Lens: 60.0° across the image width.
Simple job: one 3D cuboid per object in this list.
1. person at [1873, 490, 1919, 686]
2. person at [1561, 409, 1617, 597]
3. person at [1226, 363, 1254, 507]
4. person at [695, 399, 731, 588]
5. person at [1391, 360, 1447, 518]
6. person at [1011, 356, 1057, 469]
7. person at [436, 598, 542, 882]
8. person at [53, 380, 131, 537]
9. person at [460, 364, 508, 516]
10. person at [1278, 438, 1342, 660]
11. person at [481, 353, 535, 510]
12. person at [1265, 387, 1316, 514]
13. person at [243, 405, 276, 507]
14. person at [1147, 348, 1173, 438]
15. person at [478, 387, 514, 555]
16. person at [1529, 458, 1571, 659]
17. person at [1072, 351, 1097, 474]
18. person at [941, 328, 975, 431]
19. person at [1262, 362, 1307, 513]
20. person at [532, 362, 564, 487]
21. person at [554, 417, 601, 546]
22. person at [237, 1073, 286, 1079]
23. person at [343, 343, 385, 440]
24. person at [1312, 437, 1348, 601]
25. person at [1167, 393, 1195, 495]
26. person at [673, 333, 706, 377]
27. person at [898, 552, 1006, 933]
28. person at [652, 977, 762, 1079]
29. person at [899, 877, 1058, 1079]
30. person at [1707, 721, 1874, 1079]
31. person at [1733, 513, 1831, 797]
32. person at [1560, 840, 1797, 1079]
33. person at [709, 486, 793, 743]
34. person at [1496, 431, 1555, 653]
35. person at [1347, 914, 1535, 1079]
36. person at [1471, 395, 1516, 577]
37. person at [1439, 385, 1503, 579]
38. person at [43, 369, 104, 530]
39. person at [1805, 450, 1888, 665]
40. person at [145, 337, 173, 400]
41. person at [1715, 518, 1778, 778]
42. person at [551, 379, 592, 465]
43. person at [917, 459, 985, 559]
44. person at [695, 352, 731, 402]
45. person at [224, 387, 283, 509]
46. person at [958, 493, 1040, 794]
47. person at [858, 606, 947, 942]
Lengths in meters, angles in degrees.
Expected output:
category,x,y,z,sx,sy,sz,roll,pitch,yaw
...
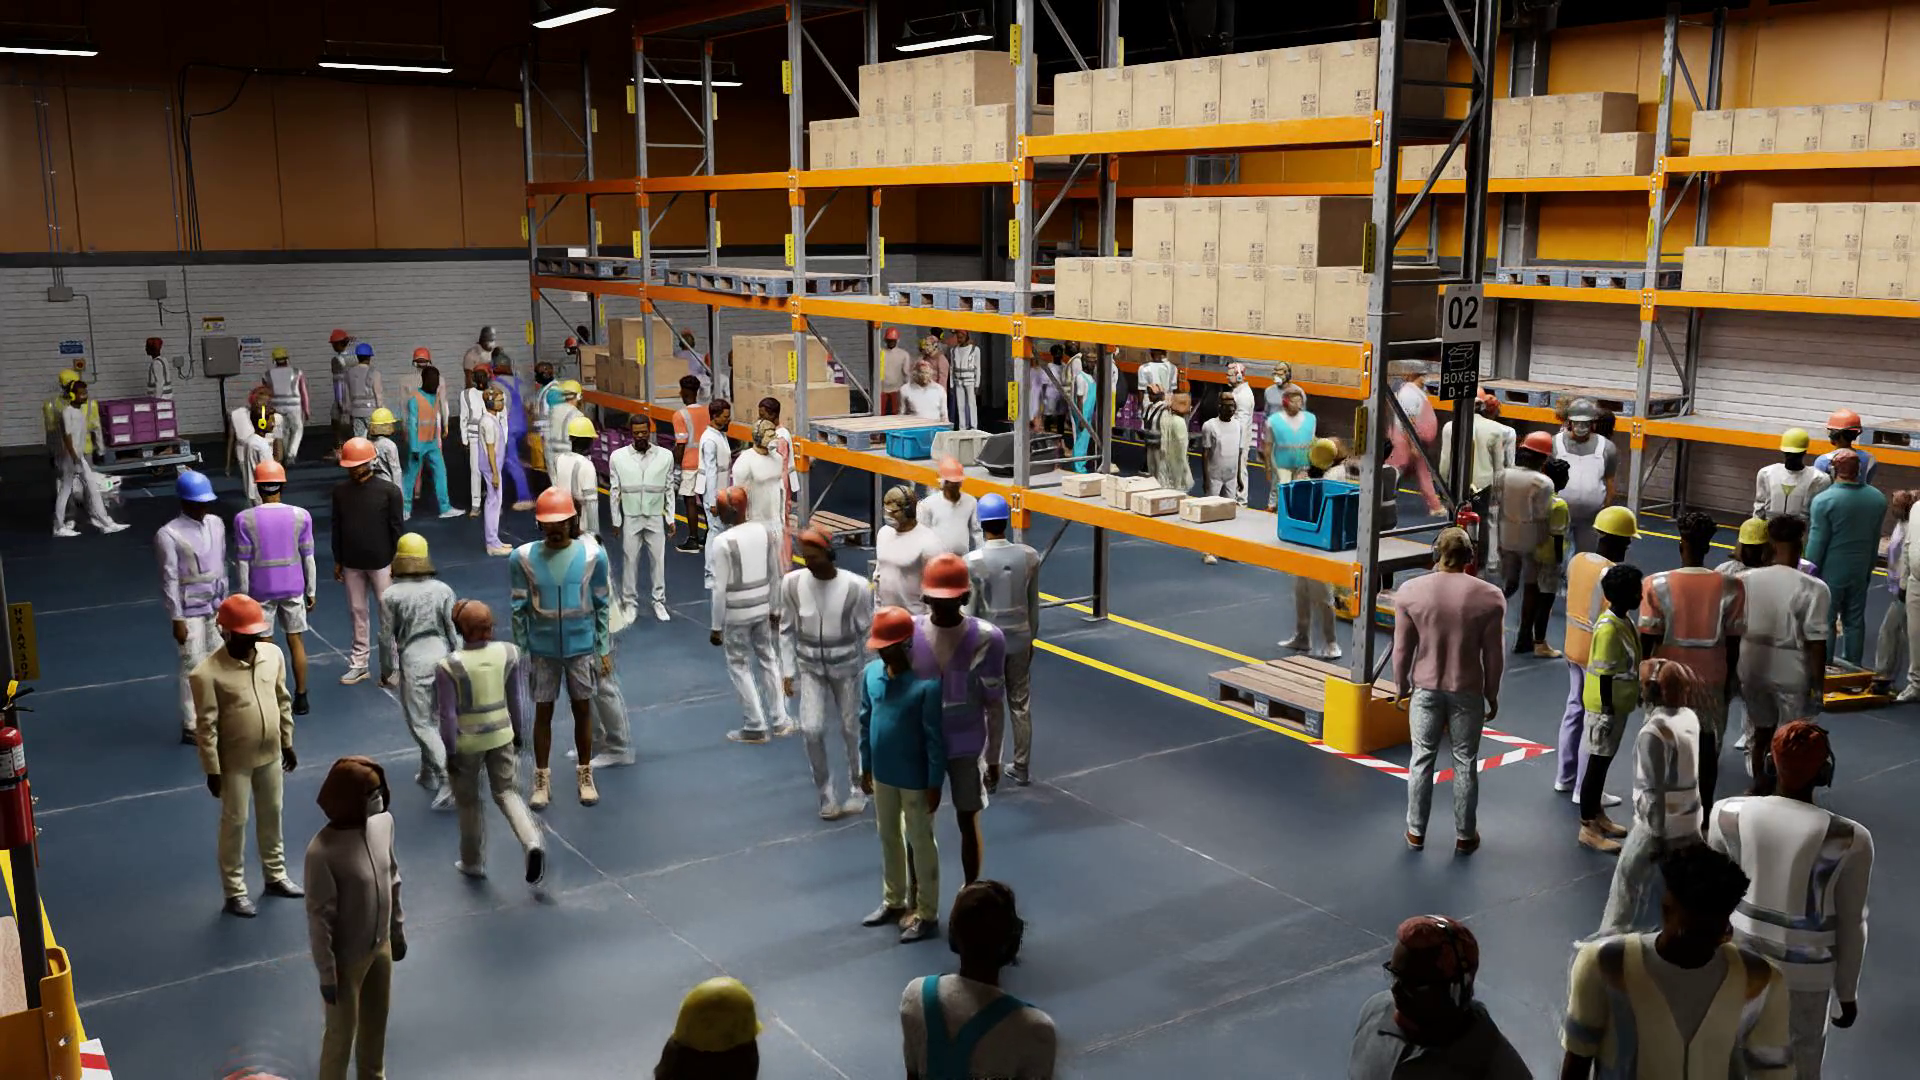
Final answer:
category,x,y,z,sx,sy,sz,roll,pitch,yaw
person,7.456,0.406,12.903,0.744,1.608,0.535,4,12,20
person,6.131,-0.326,15.954,0.661,1.875,0.622,5,12,24
person,3.404,-1.232,20.531,0.399,1.900,0.644,0,11,2
person,-2.430,-0.457,16.542,0.398,1.909,0.600,0,11,-1
person,5.547,-1.280,20.401,1.014,2.000,0.705,6,12,26
person,0.940,-1.838,23.704,1.007,1.876,0.592,3,12,16
person,-2.598,1.127,9.181,0.653,1.619,0.521,11,15,43
person,-10.106,-0.929,19.166,0.924,1.818,0.531,-1,11,-3
person,-5.879,-1.232,20.564,0.572,1.883,0.356,-2,11,-12
person,2.962,0.059,13.990,0.366,1.877,0.682,-4,12,-22
person,-5.767,-1.409,21.062,1.027,2.000,0.681,6,12,27
person,3.680,-0.825,18.634,0.580,1.825,0.761,-2,11,-10
person,-6.868,-0.408,16.425,0.335,1.855,0.533,-9,14,-38
person,2.890,-1.929,23.990,0.403,1.938,0.602,3,11,13
person,-5.102,-0.755,18.217,0.326,1.843,0.515,-3,12,-17
person,4.938,0.151,13.990,0.321,1.689,0.530,0,11,0
person,1.731,-1.682,22.972,0.351,1.842,0.507,4,12,20
person,-0.046,-2.796,28.300,0.636,1.987,0.403,-1,11,-7
person,3.968,-1.229,20.446,0.377,1.931,0.625,-9,14,-38
person,-5.298,-1.382,21.478,0.429,1.832,0.631,-5,12,-23
person,-3.381,-0.144,14.887,0.385,1.923,0.593,-10,15,-41
person,-1.576,2.058,3.739,0.597,1.865,1.009,-7,13,-31
person,-8.263,-1.767,23.168,0.604,1.939,0.415,4,12,18
person,3.492,-0.173,15.814,0.456,1.616,0.519,3,11,15
person,2.606,-0.929,19.708,0.409,1.620,0.506,2,11,8
person,-4.109,-2.161,25.174,0.627,1.940,0.375,-1,11,-3
person,-0.073,1.051,8.493,0.607,2.034,0.415,1,11,7
person,-0.663,1.996,4.431,0.502,1.732,0.359,5,12,23
person,0.052,1.870,4.815,0.509,1.838,0.342,8,14,37
person,3.031,1.586,6.171,0.351,1.878,0.568,-11,15,-44
person,4.882,0.810,9.987,0.541,1.934,0.620,-8,13,-34
person,2.094,1.815,4.846,0.625,1.916,0.912,1,11,7
person,-1.470,0.523,11.682,0.342,1.851,0.715,10,15,40
person,4.701,0.035,14.019,0.623,1.905,0.573,-8,14,-37
person,1.212,1.906,4.444,0.410,1.909,0.642,-6,13,-30
person,5.410,-0.559,17.139,0.580,1.874,0.344,4,12,17
person,5.218,-0.594,17.016,0.623,1.990,0.402,1,11,8
person,-10.450,-1.067,19.654,0.591,1.914,0.408,-8,13,-34
person,6.837,0.241,12.979,0.637,1.904,0.403,-2,11,-12
person,-12.063,-2.114,25.074,0.356,1.884,0.572,-3,12,-17
person,5.185,0.710,10.980,0.492,1.742,0.320,5,12,26
person,-4.501,-0.953,19.313,0.407,1.812,0.661,-9,14,-39
person,-0.058,0.162,13.879,0.585,1.700,0.892,-6,13,-29
person,-3.593,-1.848,24.050,0.569,1.750,0.338,-3,12,-17
person,-7.982,-0.844,18.844,0.647,1.775,0.950,-6,12,-27
person,0.236,0.664,10.708,0.602,1.941,0.402,-6,13,-28
person,-0.315,1.185,8.557,0.574,1.742,0.355,10,15,40
